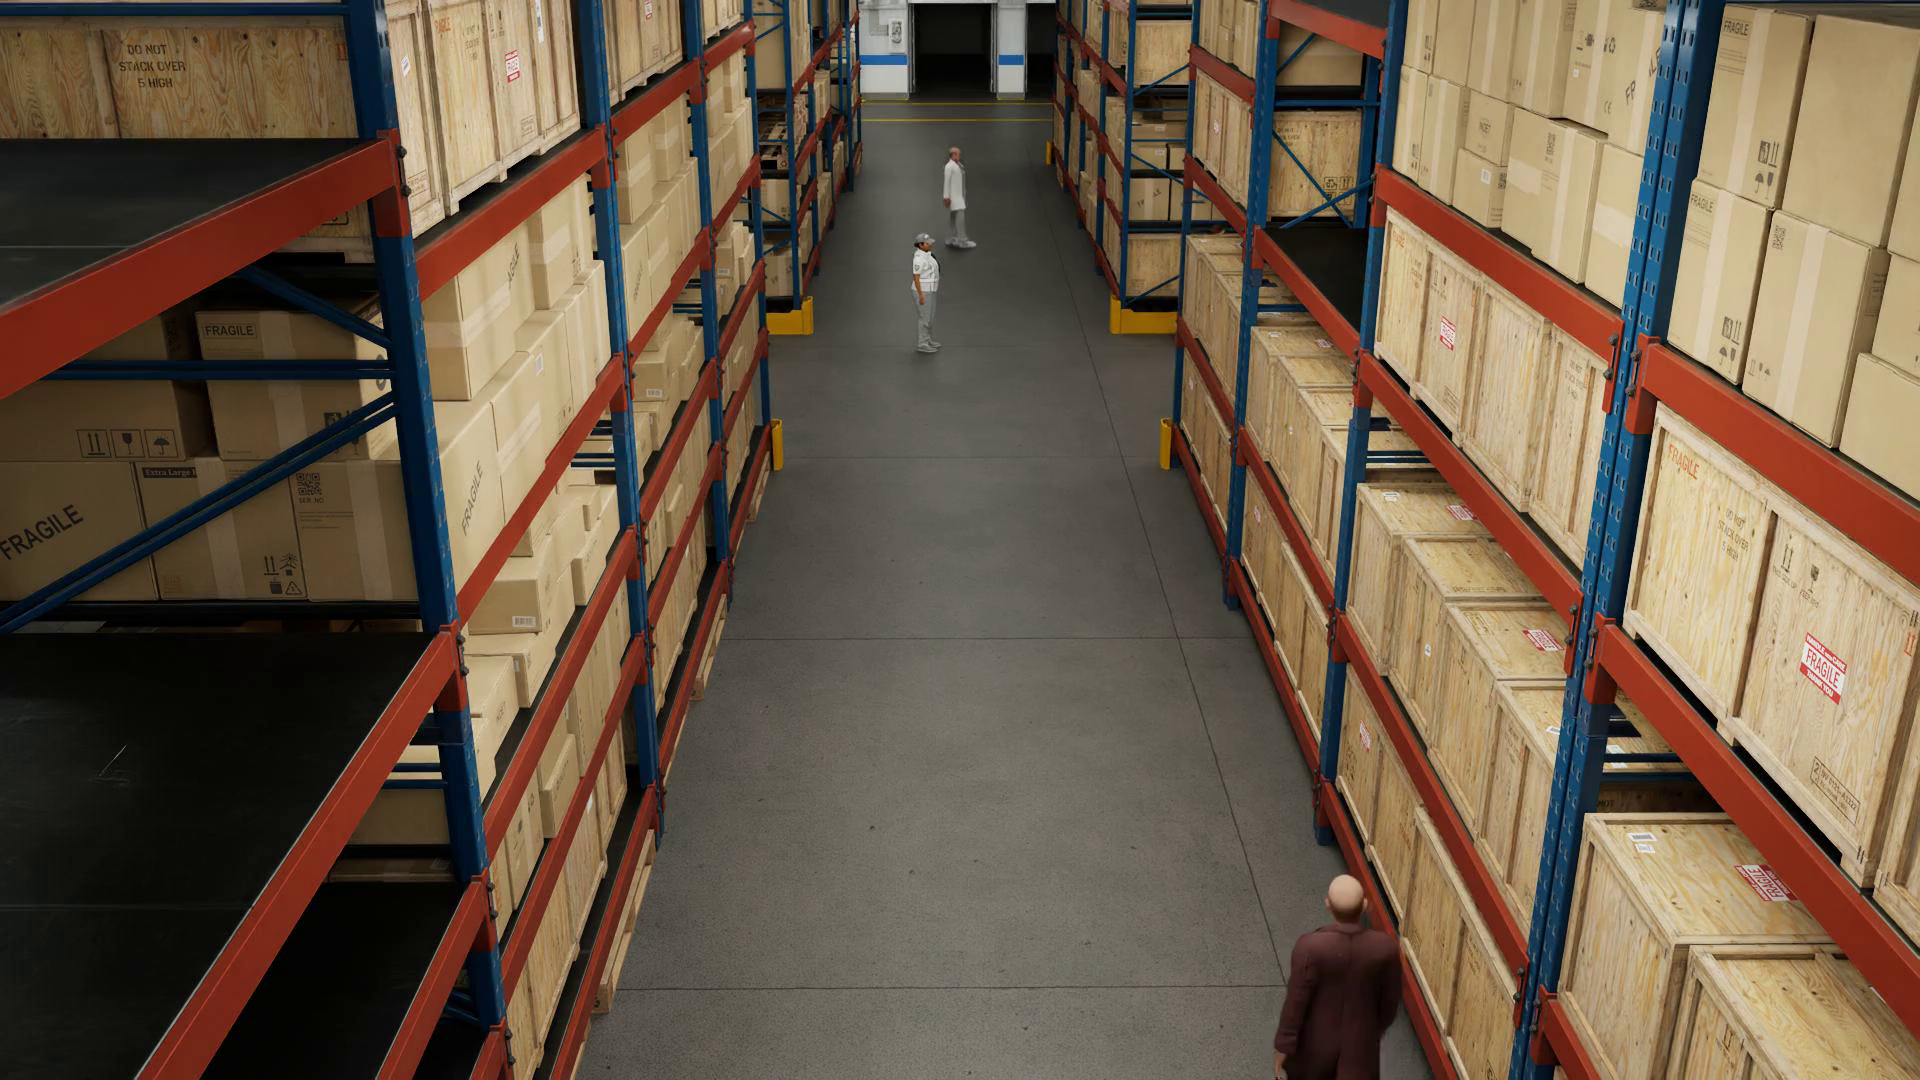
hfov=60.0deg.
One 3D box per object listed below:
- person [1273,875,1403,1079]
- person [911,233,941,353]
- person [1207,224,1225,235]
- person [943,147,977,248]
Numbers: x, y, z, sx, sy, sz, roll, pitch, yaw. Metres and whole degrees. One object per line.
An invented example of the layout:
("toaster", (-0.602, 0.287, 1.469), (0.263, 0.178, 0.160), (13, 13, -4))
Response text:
("person", (1.845, 2.430, 8.273), (0.639, 1.773, 0.728), (0, 22, 1))
("person", (-0.487, -3.518, 23.574), (0.390, 1.664, 0.469), (3, 22, 8))
("person", (3.715, -3.704, 23.993), (0.430, 1.699, 0.455), (0, 22, -1))
("person", (0.043, -6.238, 30.275), (0.705, 1.783, 0.618), (8, 23, 19))
